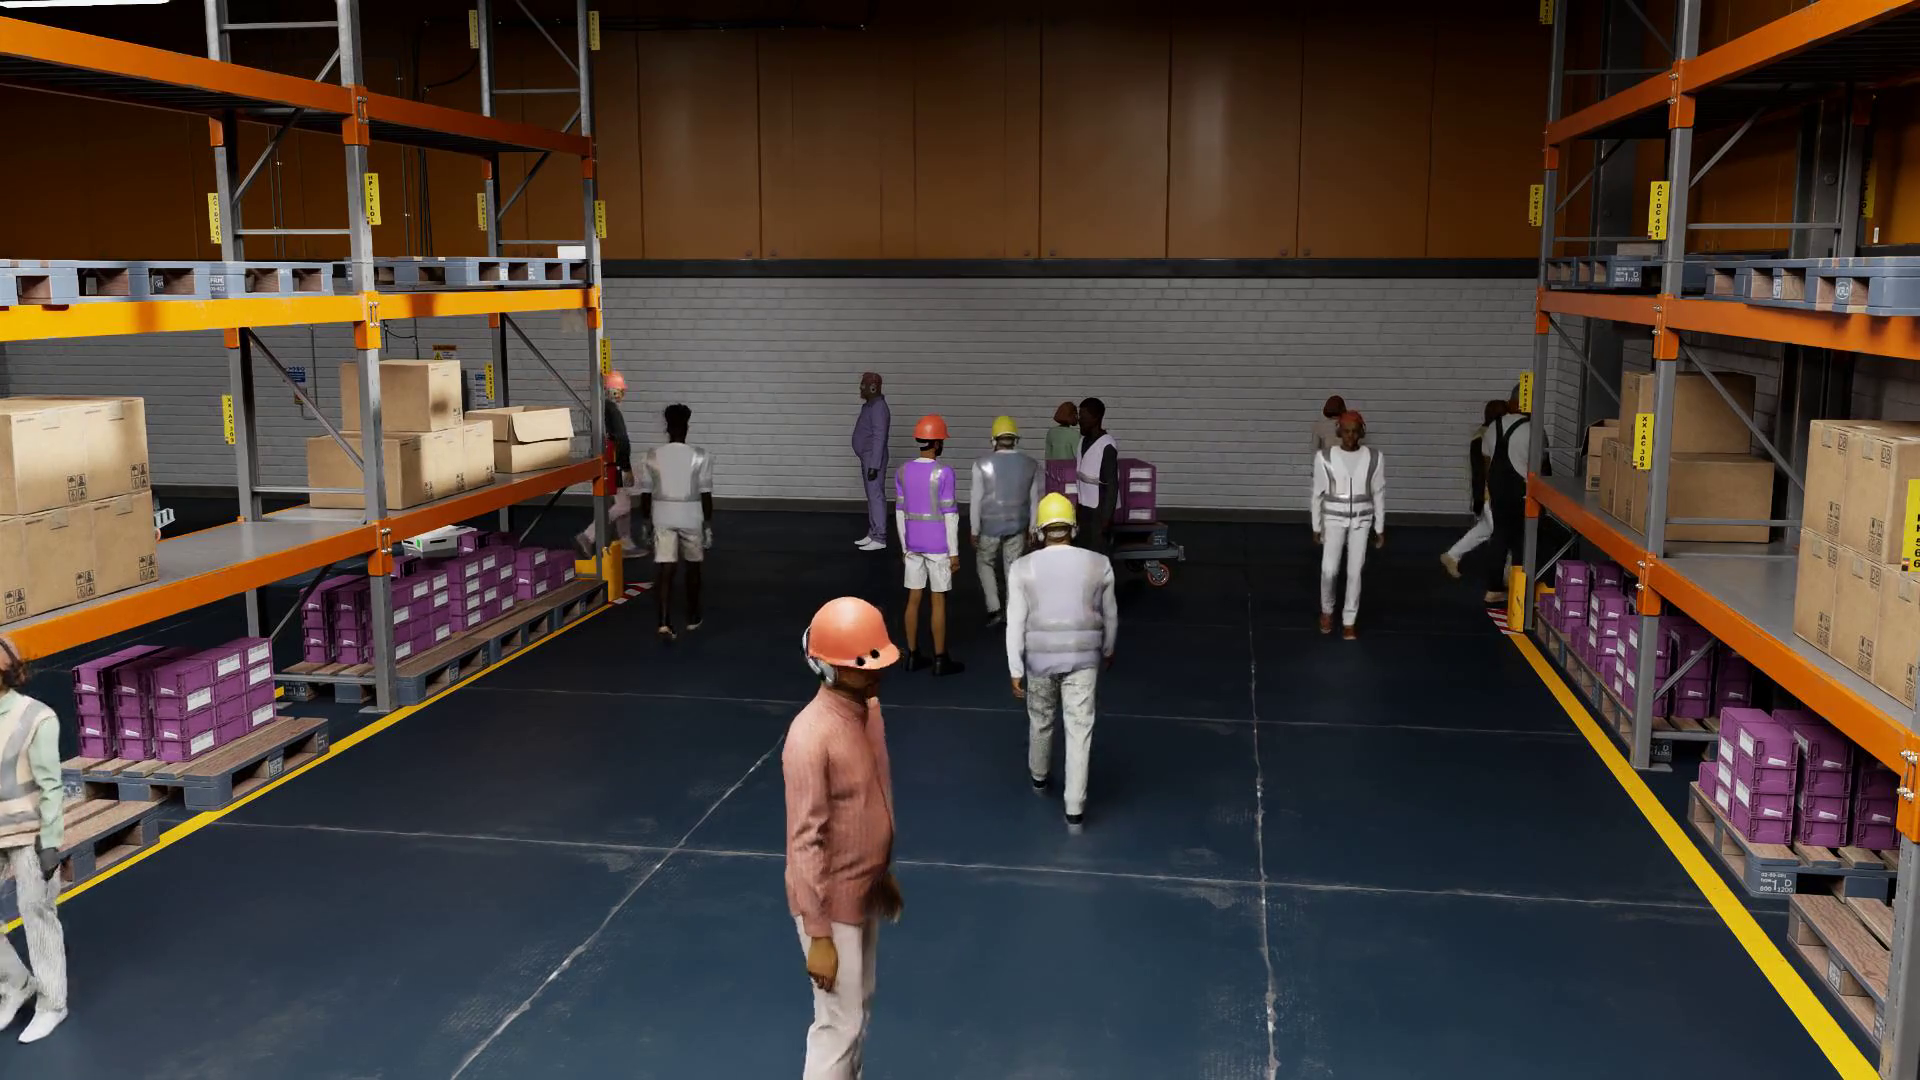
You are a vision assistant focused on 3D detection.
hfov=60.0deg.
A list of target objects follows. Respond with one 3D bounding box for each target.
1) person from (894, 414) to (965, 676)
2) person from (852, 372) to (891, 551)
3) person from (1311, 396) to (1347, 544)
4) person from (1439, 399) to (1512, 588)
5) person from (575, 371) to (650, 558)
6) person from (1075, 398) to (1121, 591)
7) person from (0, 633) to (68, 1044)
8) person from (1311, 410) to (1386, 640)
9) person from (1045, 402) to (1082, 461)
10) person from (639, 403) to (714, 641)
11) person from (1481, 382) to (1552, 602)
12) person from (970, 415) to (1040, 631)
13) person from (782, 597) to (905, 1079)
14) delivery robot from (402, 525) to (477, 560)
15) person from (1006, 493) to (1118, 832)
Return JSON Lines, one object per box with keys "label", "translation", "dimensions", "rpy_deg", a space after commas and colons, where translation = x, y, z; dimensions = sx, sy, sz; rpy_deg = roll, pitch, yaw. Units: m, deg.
{"label": "person", "translation": [-0.220, 0.037, 12.333], "dimensions": [0.542, 1.939, 0.365], "rpy_deg": [7, 12, 37]}
{"label": "person", "translation": [-0.956, -0.847, 17.871], "dimensions": [0.409, 1.913, 0.642], "rpy_deg": [-1, 9, -9]}
{"label": "person", "translation": [4.094, -0.766, 18.227], "dimensions": [0.498, 1.633, 0.281], "rpy_deg": [3, 10, 17]}
{"label": "person", "translation": [5.008, -0.444, 15.791], "dimensions": [0.889, 1.806, 0.647], "rpy_deg": [6, 11, 35]}
{"label": "person", "translation": [-3.593, -0.752, 17.102], "dimensions": [0.738, 1.967, 0.624], "rpy_deg": [-5, 10, -27]}
{"label": "person", "translation": [1.167, -0.261, 14.238], "dimensions": [0.374, 1.916, 0.596], "rpy_deg": [-3, 10, -20]}
{"label": "person", "translation": [-3.664, 1.154, 6.405], "dimensions": [0.538, 1.620, 0.390], "rpy_deg": [2, 9, 11]}
{"label": "person", "translation": [3.151, -0.113, 13.476], "dimensions": [0.582, 1.874, 0.409], "rpy_deg": [1, 9, 5]}
{"label": "person", "translation": [1.099, -0.630, 17.383], "dimensions": [0.268, 1.632, 0.507], "rpy_deg": [-8, 12, -40]}
{"label": "person", "translation": [-2.313, -0.155, 13.563], "dimensions": [0.612, 1.930, 0.973], "rpy_deg": [0, 9, 0]}
{"label": "person", "translation": [5.016, -0.422, 14.851], "dimensions": [0.536, 2.000, 0.688], "rpy_deg": [-4, 10, -25]}
{"label": "person", "translation": [0.361, -0.122, 13.690], "dimensions": [0.616, 1.812, 0.442], "rpy_deg": [-3, 10, -16]}
{"label": "person", "translation": [-0.367, 1.149, 5.373], "dimensions": [0.393, 1.979, 0.657], "rpy_deg": [2, 9, 13]}
{"label": "delivery robot", "translation": [-5.150, 0.010, 16.466], "dimensions": [0.477, 0.478, 0.707], "rpy_deg": [8, 12, 41]}
{"label": "person", "translation": [0.564, 0.631, 9.147], "dimensions": [0.603, 1.780, 0.939], "rpy_deg": [1, 9, 3]}
